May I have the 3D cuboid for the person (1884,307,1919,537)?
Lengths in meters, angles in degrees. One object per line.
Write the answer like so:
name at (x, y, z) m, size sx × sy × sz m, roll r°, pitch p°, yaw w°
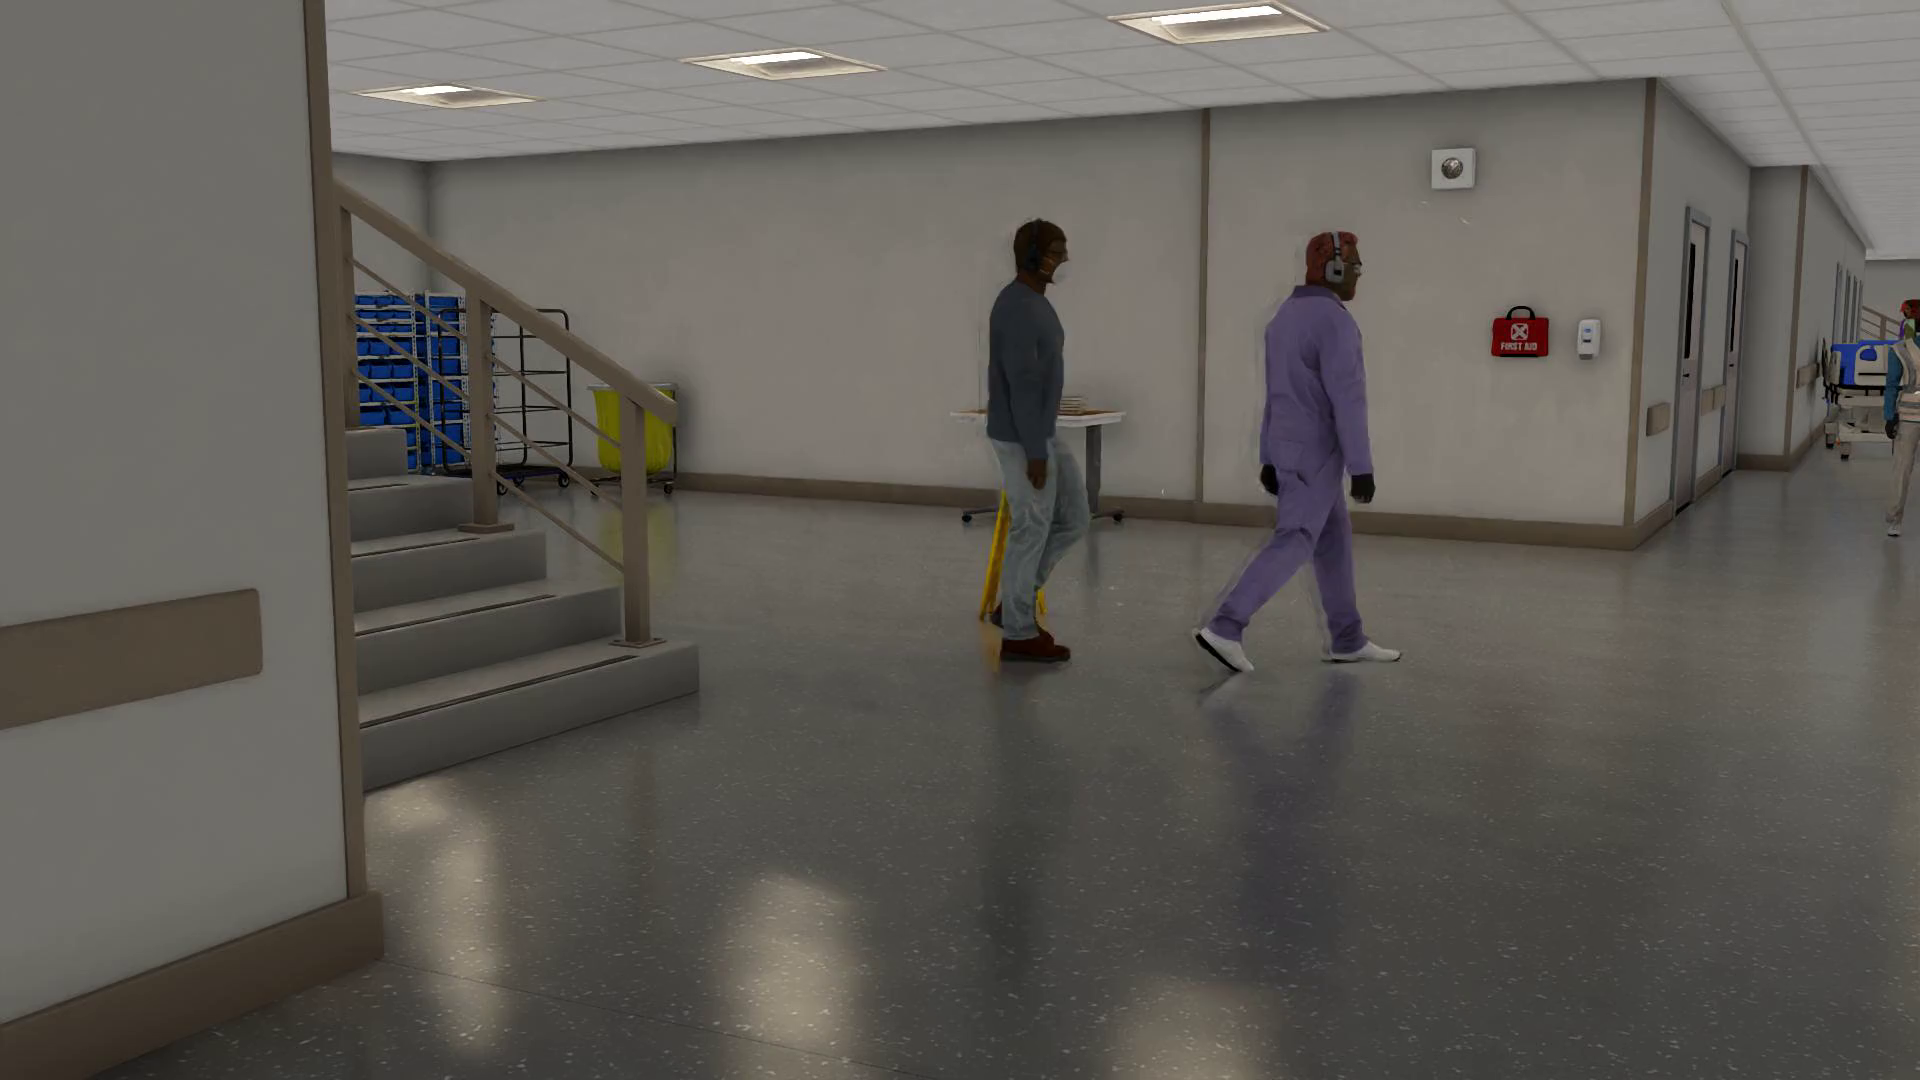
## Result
person at (6.642, -0.823, 11.462) m, size 0.509 × 1.629 × 0.315 m, roll 2°, pitch 8°, yaw 17°

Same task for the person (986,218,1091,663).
person at (0.344, -0.416, 7.193) m, size 0.452 × 1.923 × 0.637 m, roll 1°, pitch 8°, yaw 10°

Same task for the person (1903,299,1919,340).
person at (13.590, -2.500, 23.624) m, size 0.578 × 1.832 × 0.405 m, roll -5°, pitch 9°, yaw -31°

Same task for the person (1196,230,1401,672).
person at (1.438, -0.364, 7.024) m, size 0.926 × 1.872 × 0.653 m, roll -1°, pitch 7°, yaw -8°
